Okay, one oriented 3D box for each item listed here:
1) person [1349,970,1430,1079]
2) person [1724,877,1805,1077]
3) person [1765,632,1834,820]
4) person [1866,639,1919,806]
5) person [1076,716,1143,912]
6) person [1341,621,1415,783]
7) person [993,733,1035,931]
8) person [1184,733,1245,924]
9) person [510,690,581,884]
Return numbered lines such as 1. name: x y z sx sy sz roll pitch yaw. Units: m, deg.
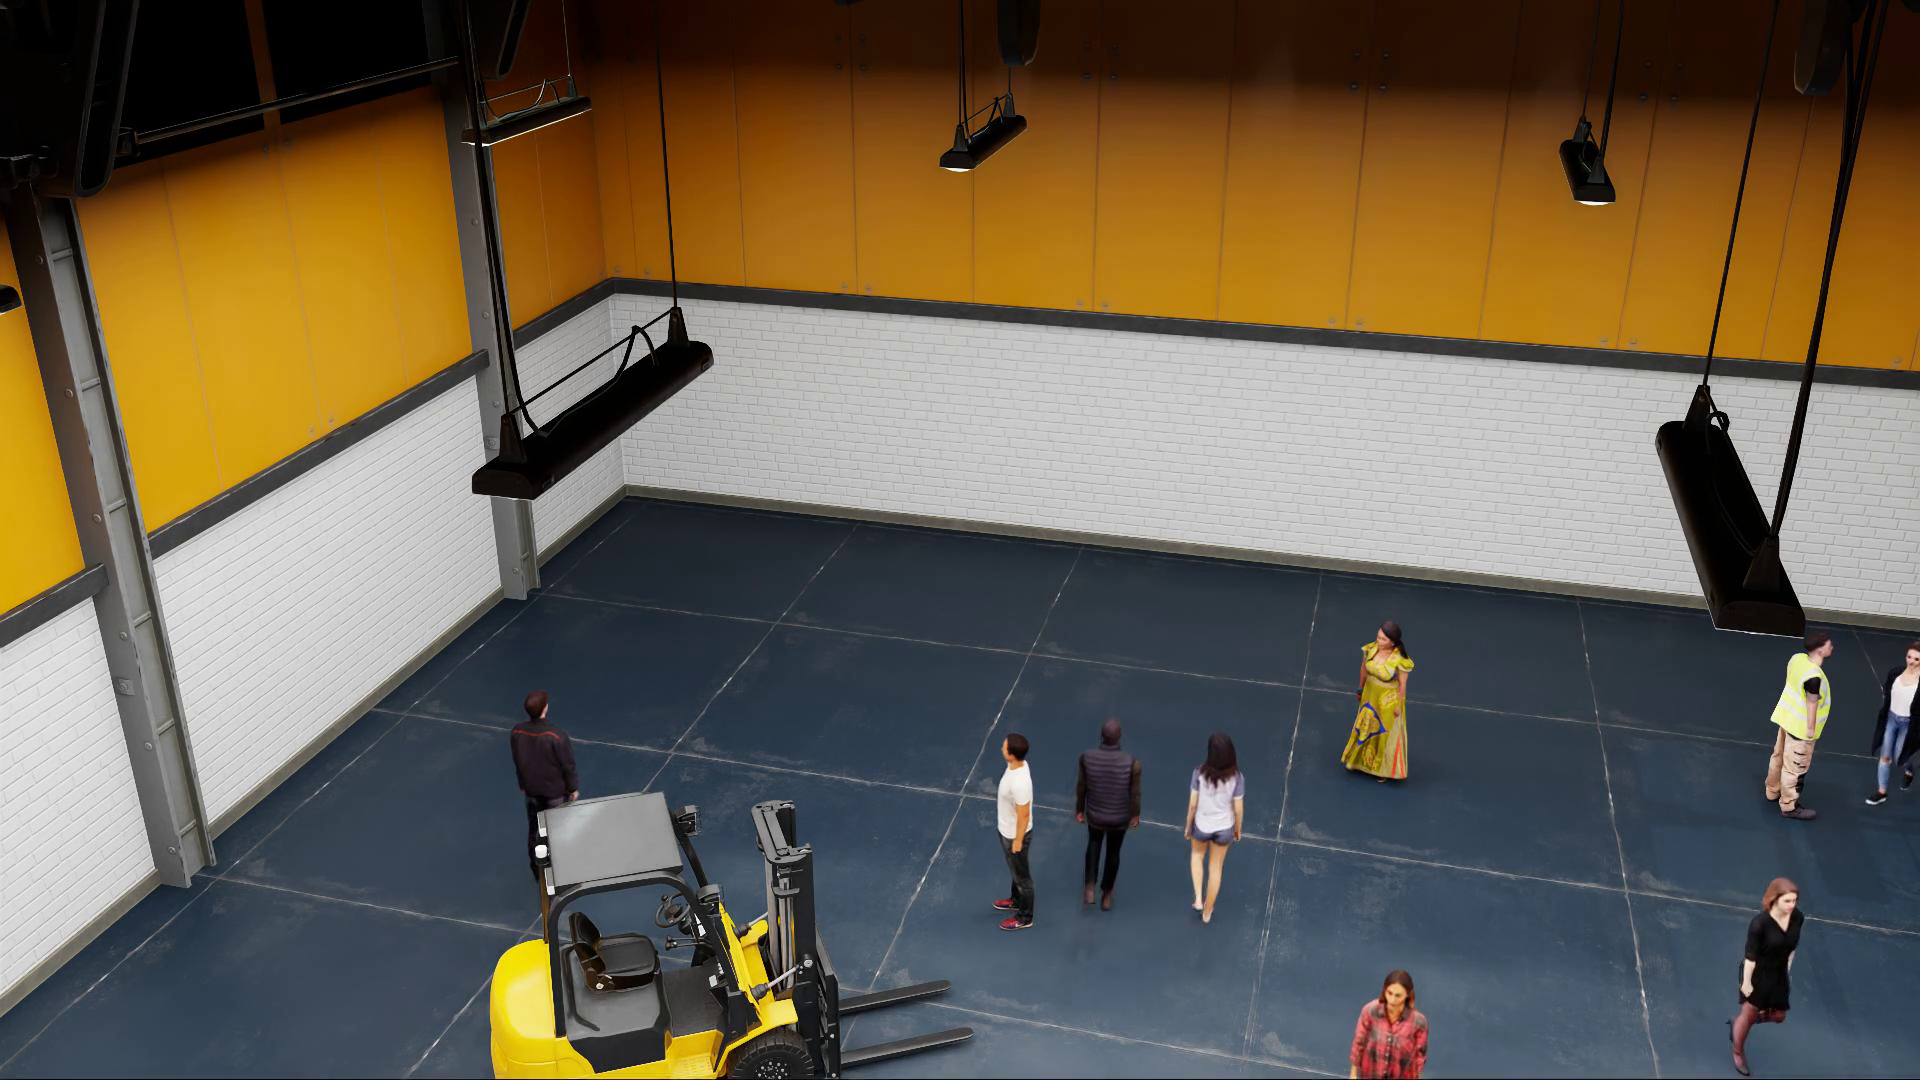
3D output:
1. person: 2.905 3.564 11.209 0.786 1.662 1.084 12 26 26
2. person: 5.812 3.134 12.149 0.748 1.697 0.814 -7 25 -15
3. person: 7.753 1.670 15.310 0.818 1.847 0.721 1 24 3
4. person: 8.828 1.686 15.489 0.951 1.675 0.889 -13 27 -28
5. person: 1.218 2.332 13.821 0.698 1.827 0.725 7 24 15
6. person: 4.034 1.518 15.893 0.988 1.659 0.985 21 31 39
7. person: 0.481 2.382 13.740 0.762 1.801 0.605 -2 24 -5
8. person: 2.090 2.429 13.740 0.649 1.715 0.615 4 24 8
9. person: -3.559 2.126 14.278 0.727 1.838 0.562 5 24 11
